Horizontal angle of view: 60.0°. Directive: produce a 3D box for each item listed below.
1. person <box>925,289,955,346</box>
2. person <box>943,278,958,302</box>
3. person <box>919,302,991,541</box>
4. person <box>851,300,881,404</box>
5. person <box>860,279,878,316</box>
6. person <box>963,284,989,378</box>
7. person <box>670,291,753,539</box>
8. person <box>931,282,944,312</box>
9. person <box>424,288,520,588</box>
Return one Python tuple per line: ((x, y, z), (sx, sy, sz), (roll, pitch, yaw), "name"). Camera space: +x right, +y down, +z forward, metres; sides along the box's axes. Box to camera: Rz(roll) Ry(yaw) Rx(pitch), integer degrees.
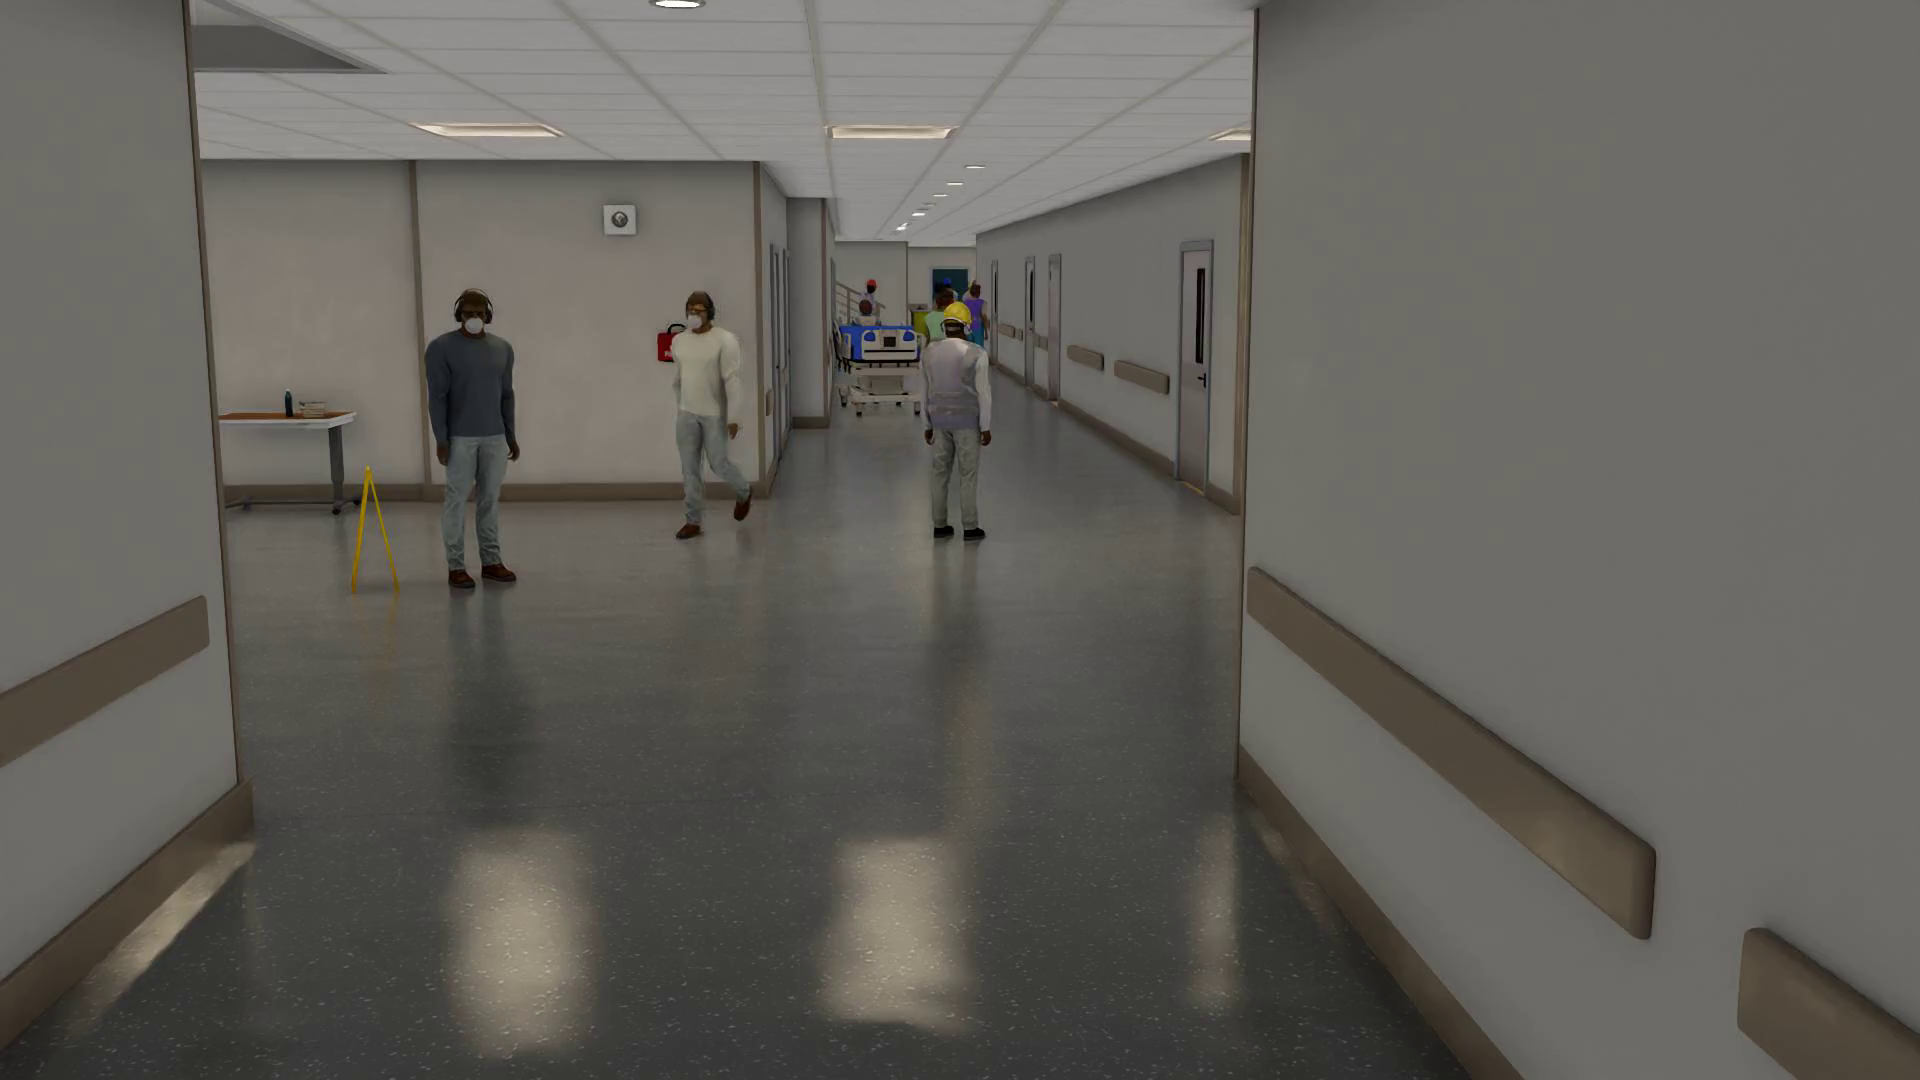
((-0.184, -2.412, 22.156), (0.565, 1.829, 0.618), (3, 9, 18), "person")
((-0.344, -6.195, 45.598), (0.599, 1.938, 0.422), (-5, 11, -31), "person")
((-0.023, -0.904, 12.728), (0.590, 1.824, 0.403), (5, 10, 27), "person")
((-1.468, -2.950, 26.147), (0.523, 1.636, 0.310), (-4, 10, -23), "person")
((-2.291, -5.527, 41.484), (0.464, 1.909, 0.612), (5, 10, 28), "person")
((0.287, -4.073, 32.541), (0.567, 1.847, 0.389), (5, 11, 31), "person")
((-1.946, -0.989, 13.004), (0.631, 1.915, 0.810), (4, 10, 24), "person")
((-0.507, -5.567, 41.936), (0.430, 1.845, 0.623), (1, 9, 5), "person")
((-3.163, -0.665, 10.866), (0.375, 1.936, 0.627), (8, 12, 43), "person")
